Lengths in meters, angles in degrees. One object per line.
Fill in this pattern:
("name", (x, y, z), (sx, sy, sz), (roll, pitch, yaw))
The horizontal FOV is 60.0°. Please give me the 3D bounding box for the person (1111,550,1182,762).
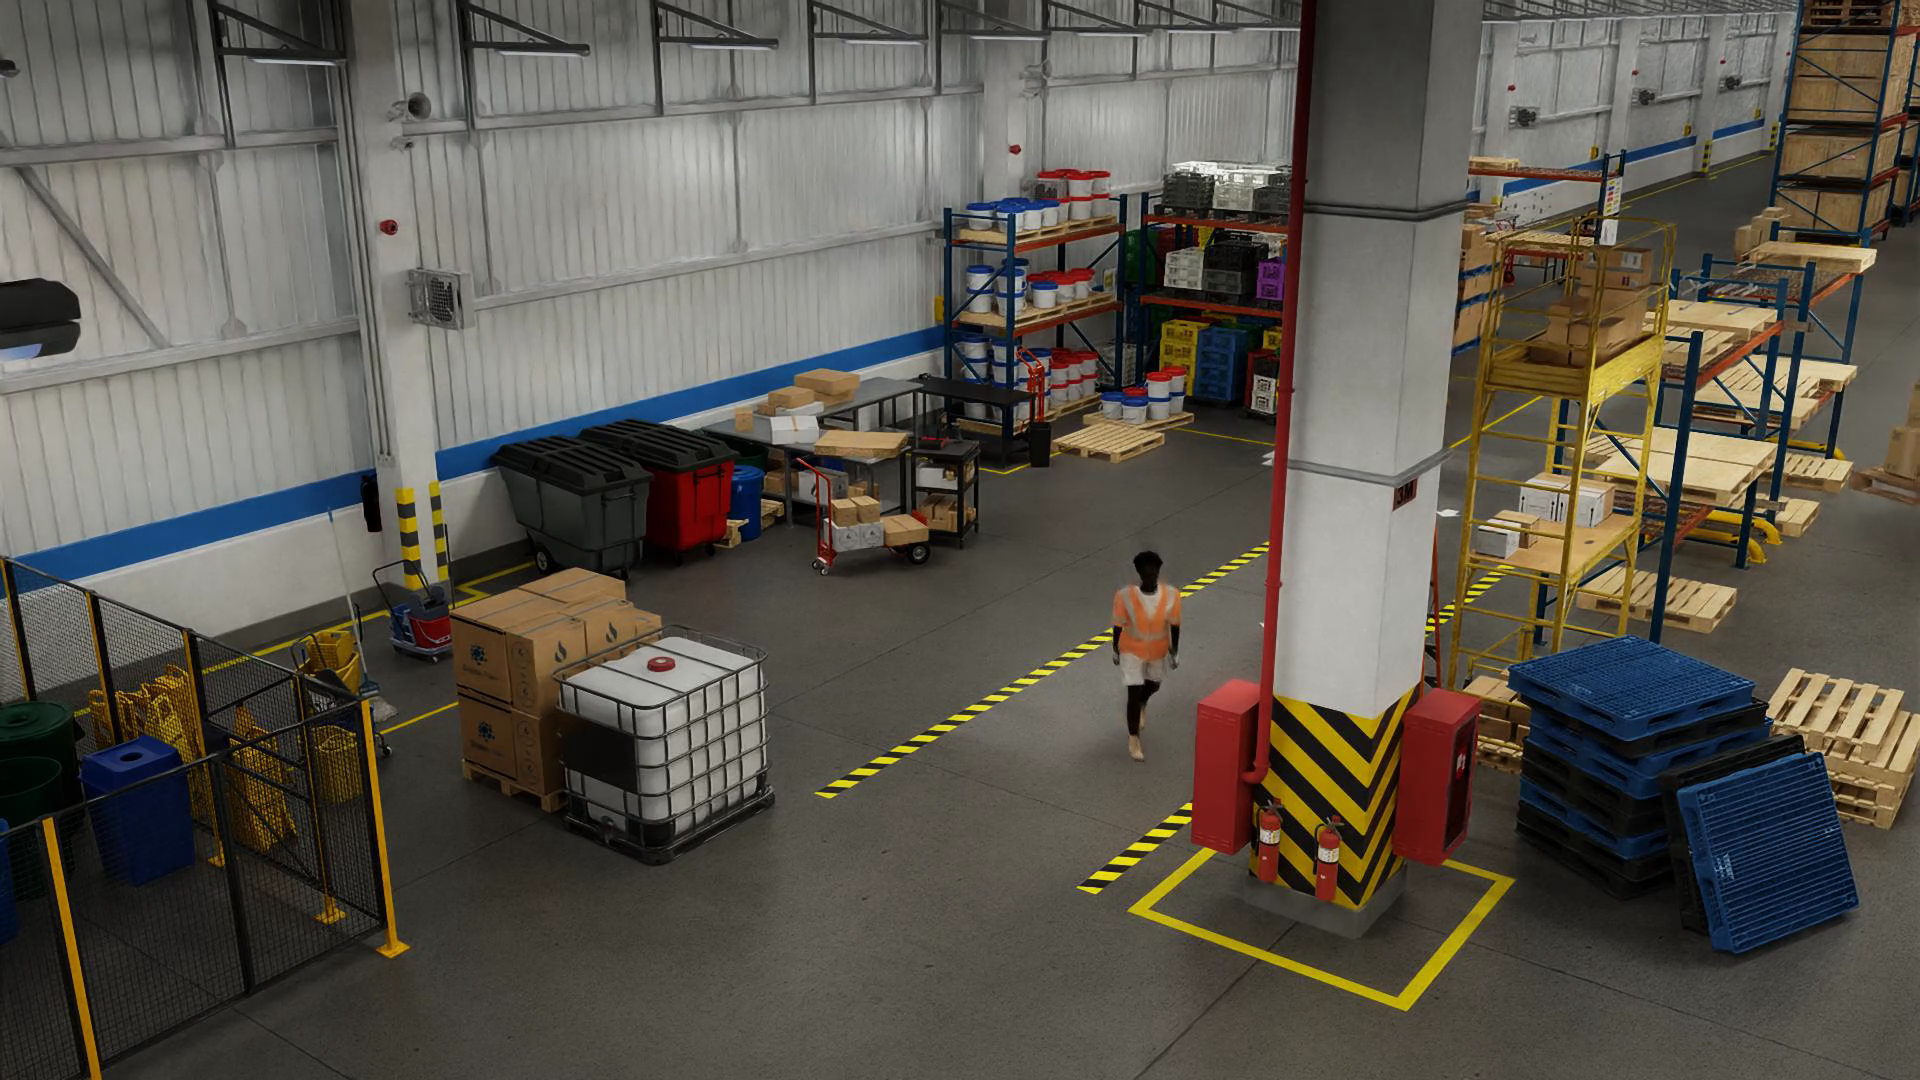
("person", (1.430, 0.822, 13.021), (0.538, 1.665, 0.779), (-2, 18, -7))
